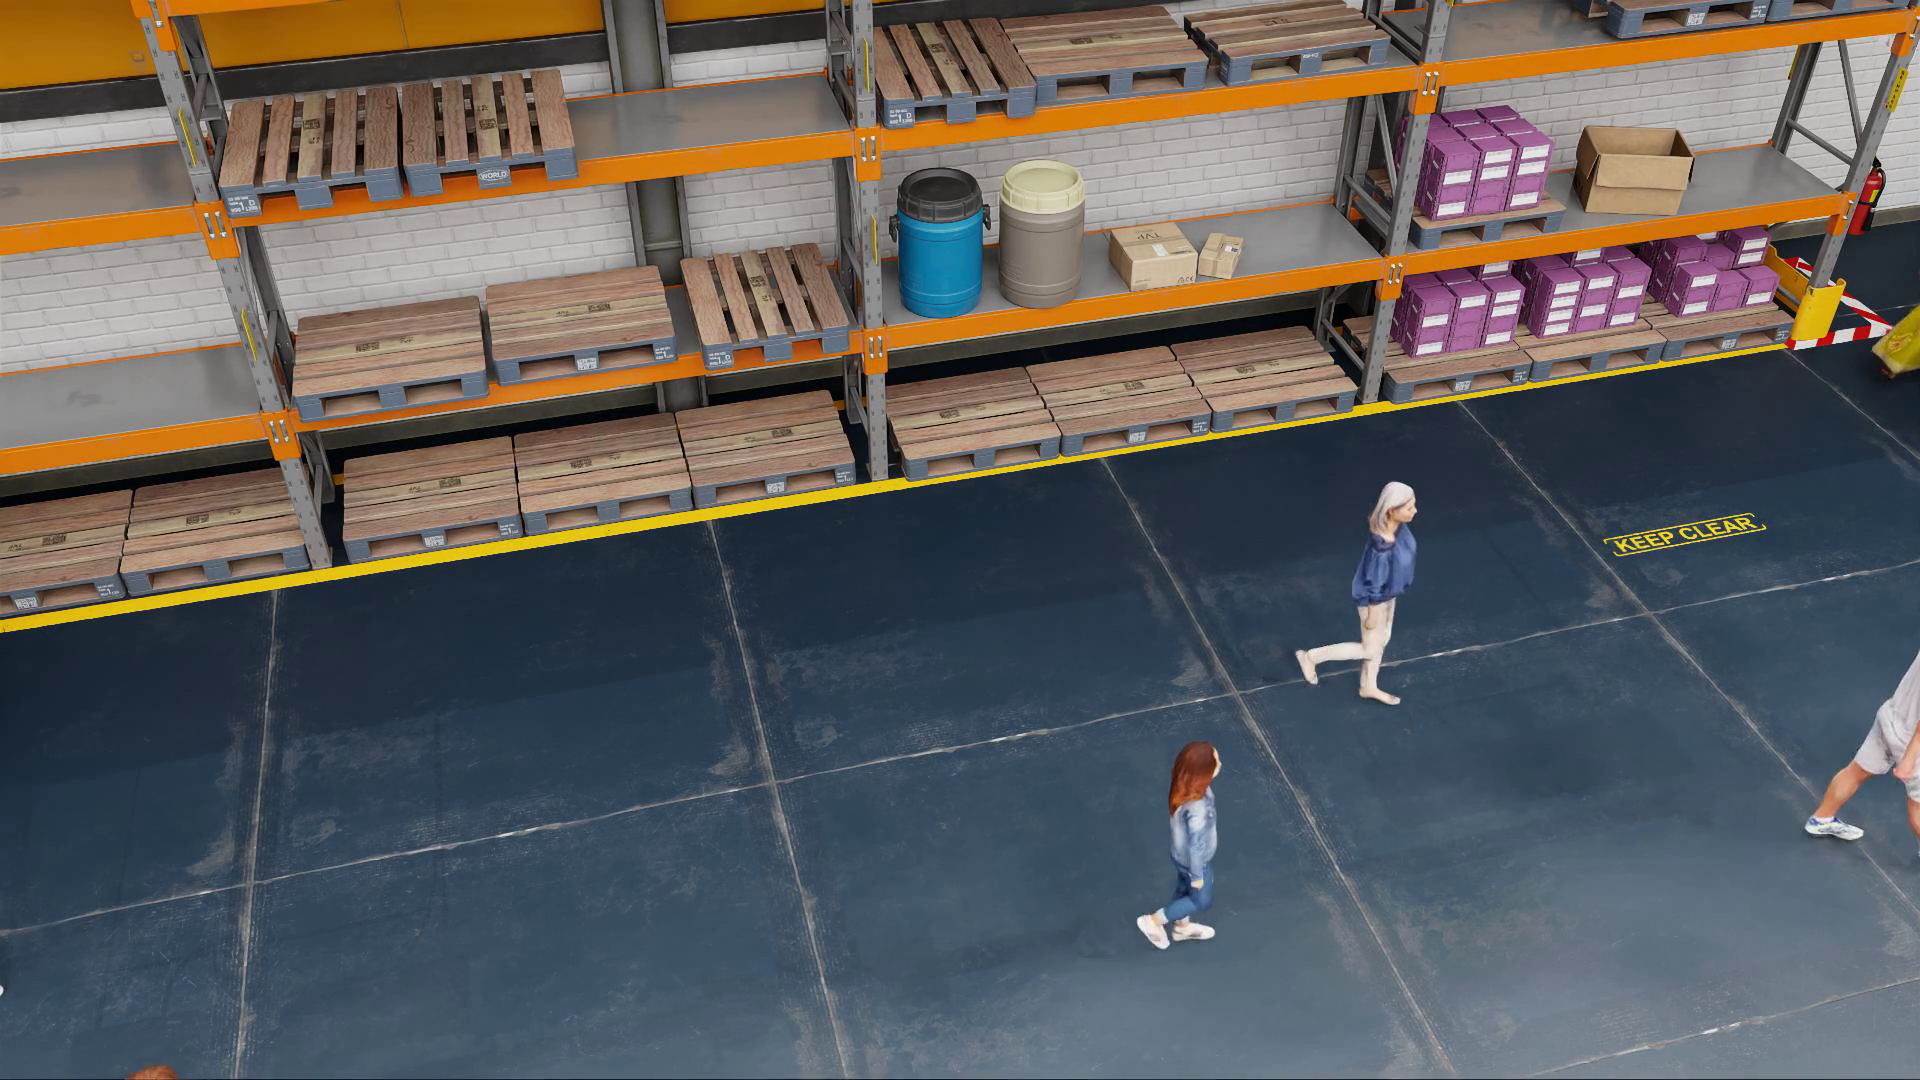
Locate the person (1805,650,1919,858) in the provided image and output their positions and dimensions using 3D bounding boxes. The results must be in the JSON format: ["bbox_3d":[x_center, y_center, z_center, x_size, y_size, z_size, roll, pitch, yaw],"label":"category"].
[{"bbox_3d":[5.111,1.034,9.121,1.218,1.823,1.055,10,40,13],"label":"person"}]

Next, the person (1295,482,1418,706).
[{"bbox_3d":[2.455,0.333,10.121,1.021,1.681,0.923,15,41,18],"label":"person"}]

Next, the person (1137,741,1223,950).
[{"bbox_3d":[1.140,1.615,8.675,0.735,1.472,0.666,0,39,0],"label":"person"}]
